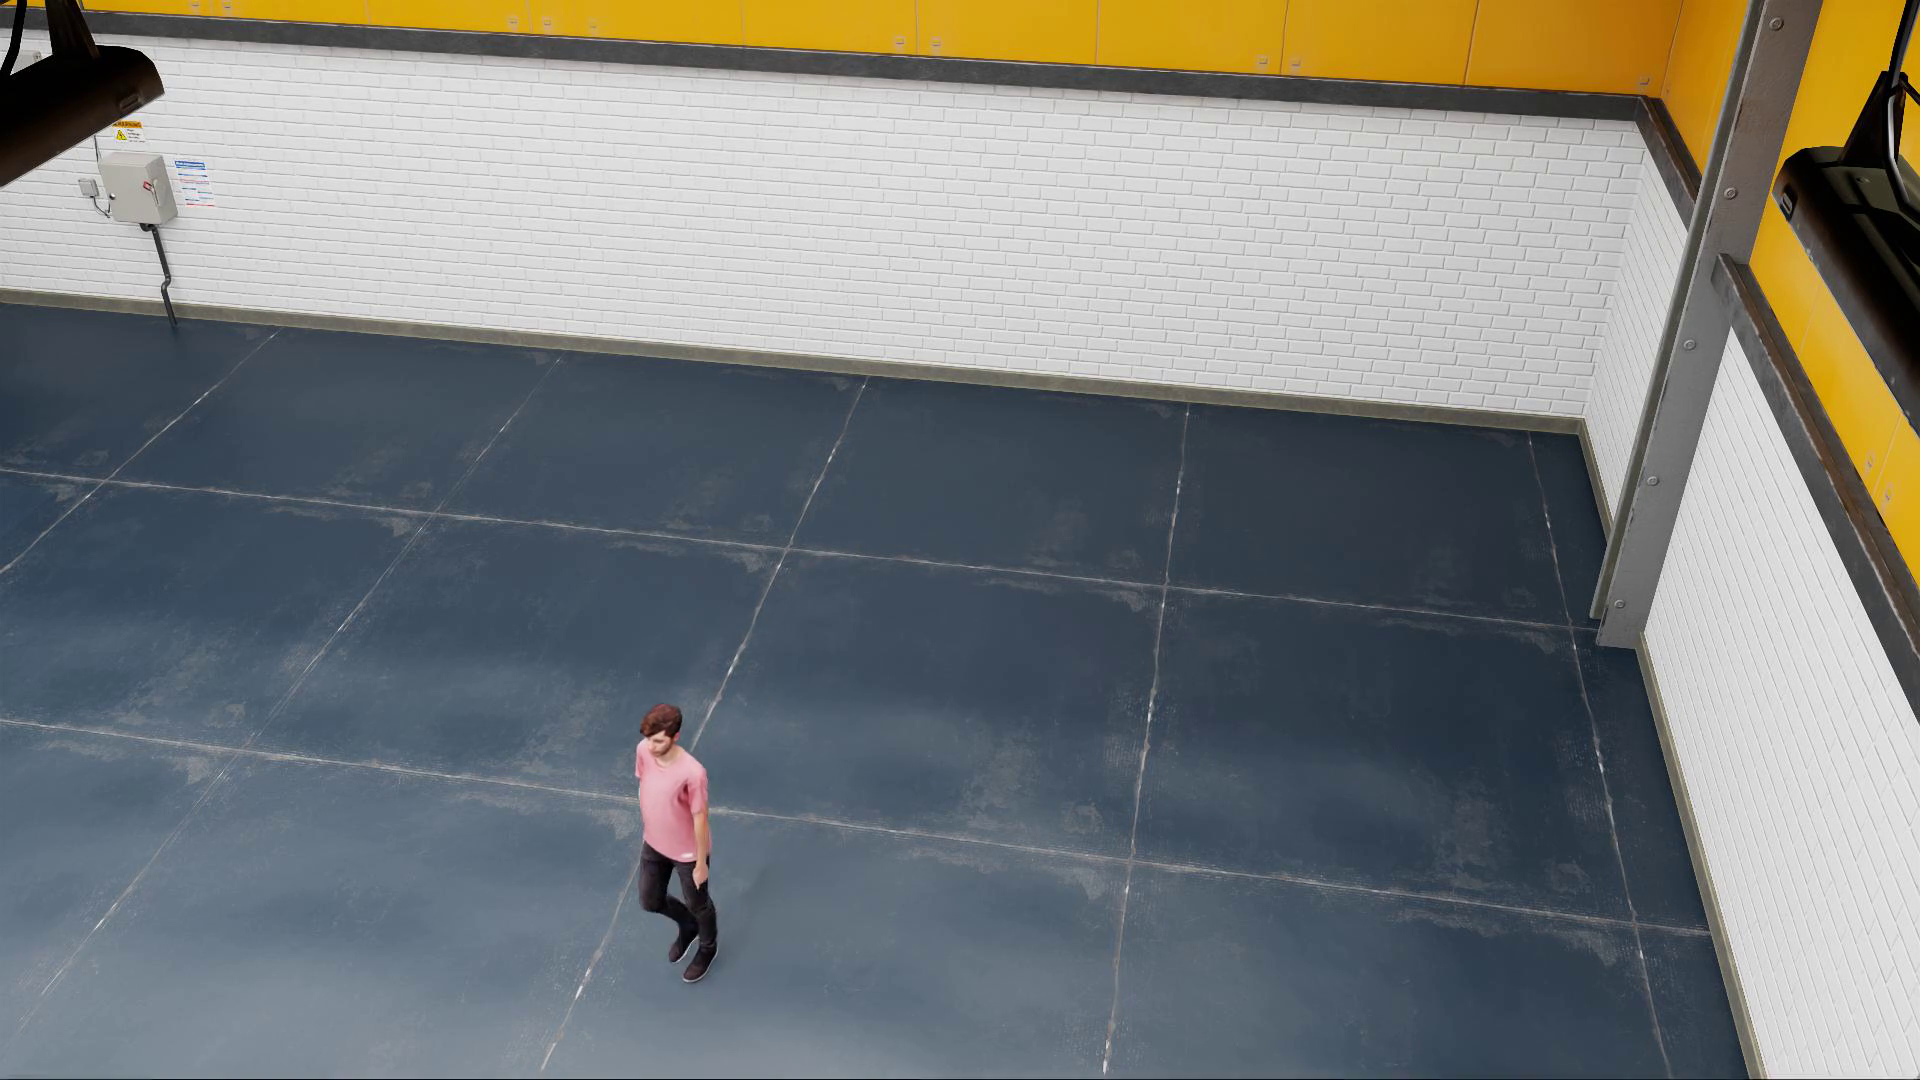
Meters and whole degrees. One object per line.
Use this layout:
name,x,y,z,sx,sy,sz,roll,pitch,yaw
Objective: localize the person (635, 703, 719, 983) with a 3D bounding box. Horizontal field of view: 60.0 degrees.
person,-1.489,1.610,9.142,0.742,1.944,0.745,18,37,24
